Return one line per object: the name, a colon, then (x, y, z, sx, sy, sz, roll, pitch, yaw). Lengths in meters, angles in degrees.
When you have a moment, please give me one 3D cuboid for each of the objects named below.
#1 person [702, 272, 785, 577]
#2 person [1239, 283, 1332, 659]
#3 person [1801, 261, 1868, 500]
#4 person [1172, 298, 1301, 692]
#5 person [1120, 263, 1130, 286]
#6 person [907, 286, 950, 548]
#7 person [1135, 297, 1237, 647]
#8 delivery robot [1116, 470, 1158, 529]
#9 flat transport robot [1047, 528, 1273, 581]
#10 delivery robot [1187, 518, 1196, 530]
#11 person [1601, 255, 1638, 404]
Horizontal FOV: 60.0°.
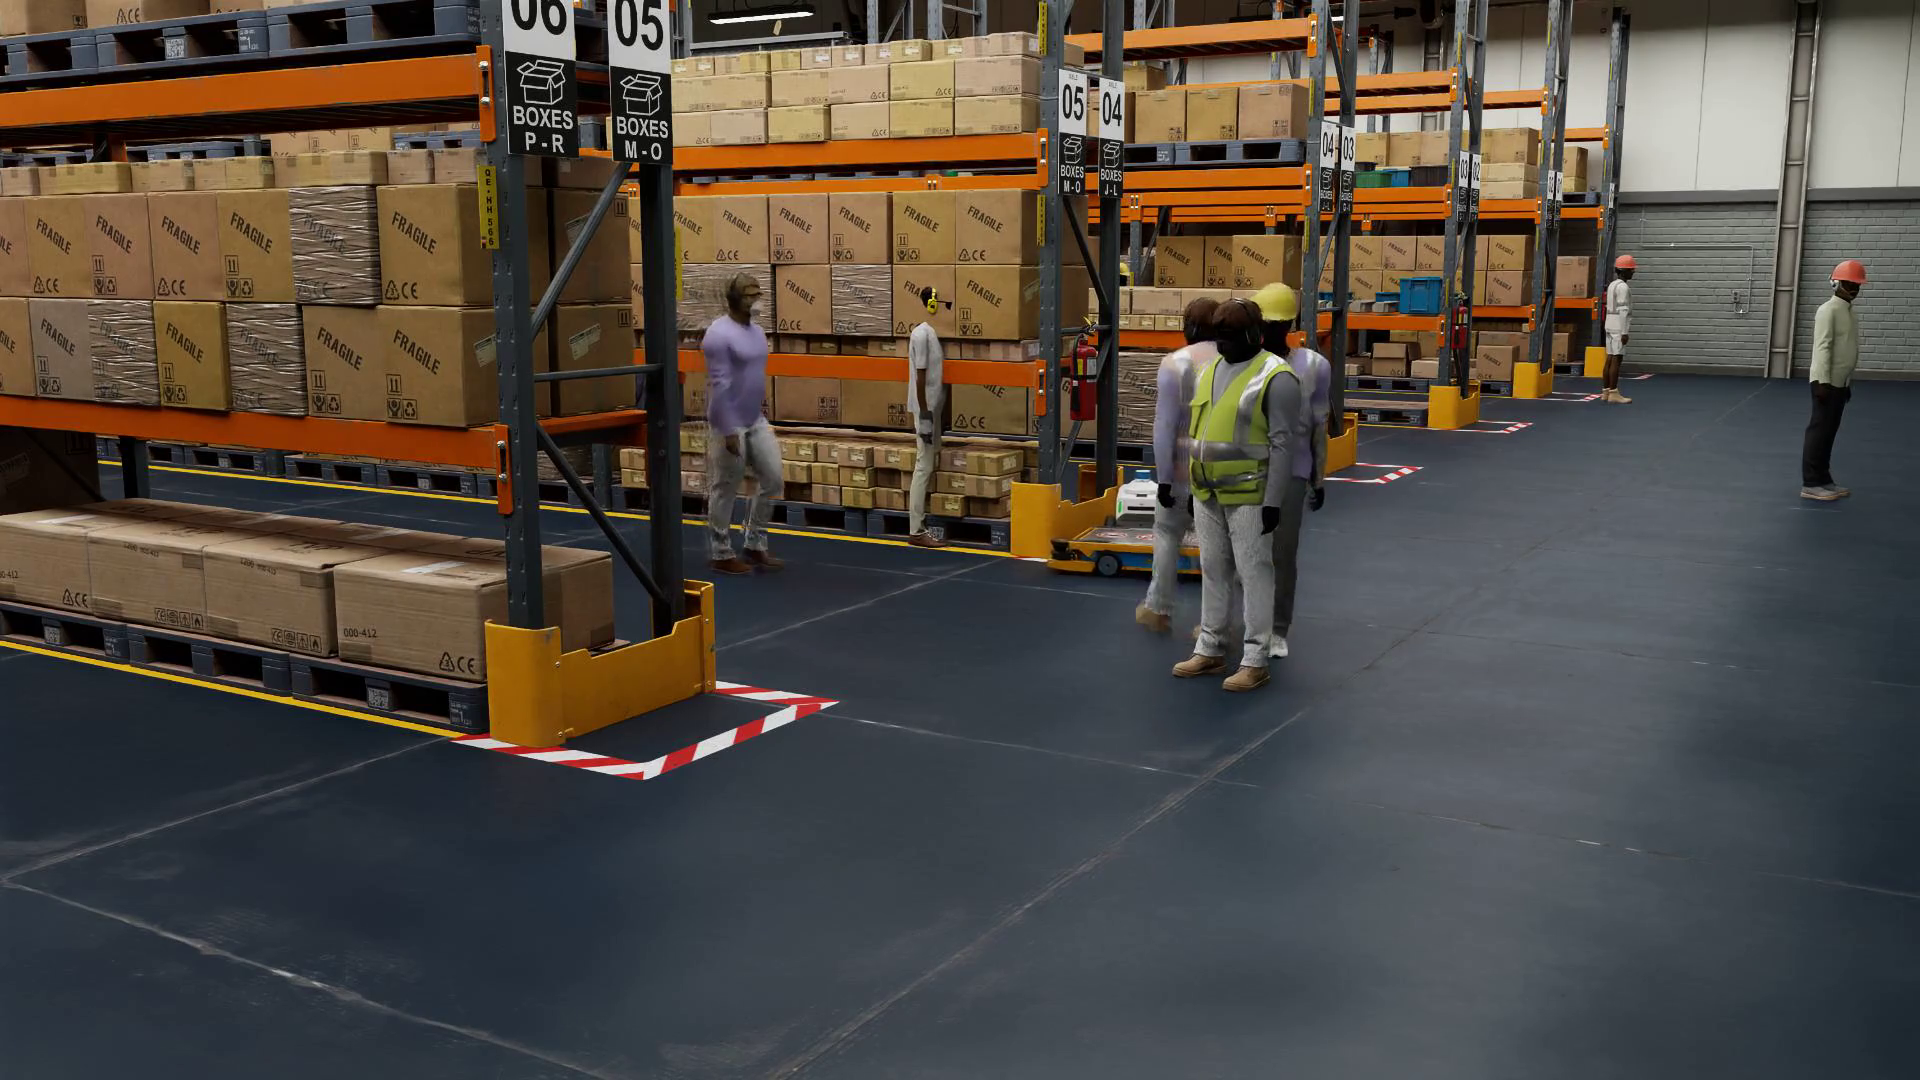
person: (-1.360, -0.711, 10.473, 0.567, 1.921, 0.624, 5, 11, 27)
person: (1.626, -0.384, 8.664, 0.596, 1.904, 0.786, 2, 10, 13)
person: (7.343, -1.336, 13.954, 0.611, 1.990, 0.392, -9, 13, -43)
person: (1.289, -0.215, 7.842, 0.429, 1.839, 0.623, -7, 12, -35)
person: (2.347, -3.130, 24.640, 0.369, 1.928, 0.585, 7, 12, 34)
person: (-0.194, -0.873, 11.635, 0.333, 1.860, 0.510, 2, 10, 12)
person: (1.234, -0.373, 8.846, 0.645, 1.808, 0.829, -3, 10, -20)
delivery robot: (1.253, -0.239, 11.452, 0.477, 0.478, 0.707, 1, 10, 7)
flat transport robot: (1.336, 0.079, 10.695, 1.431, 0.197, 0.652, 3, 10, 18)
delivery robot: (1.729, -0.329, 11.980, 0.477, 0.478, 0.707, 5, 11, 26)
person: (9.115, -2.904, 22.972, 0.379, 2.045, 0.605, 1, 10, 5)
